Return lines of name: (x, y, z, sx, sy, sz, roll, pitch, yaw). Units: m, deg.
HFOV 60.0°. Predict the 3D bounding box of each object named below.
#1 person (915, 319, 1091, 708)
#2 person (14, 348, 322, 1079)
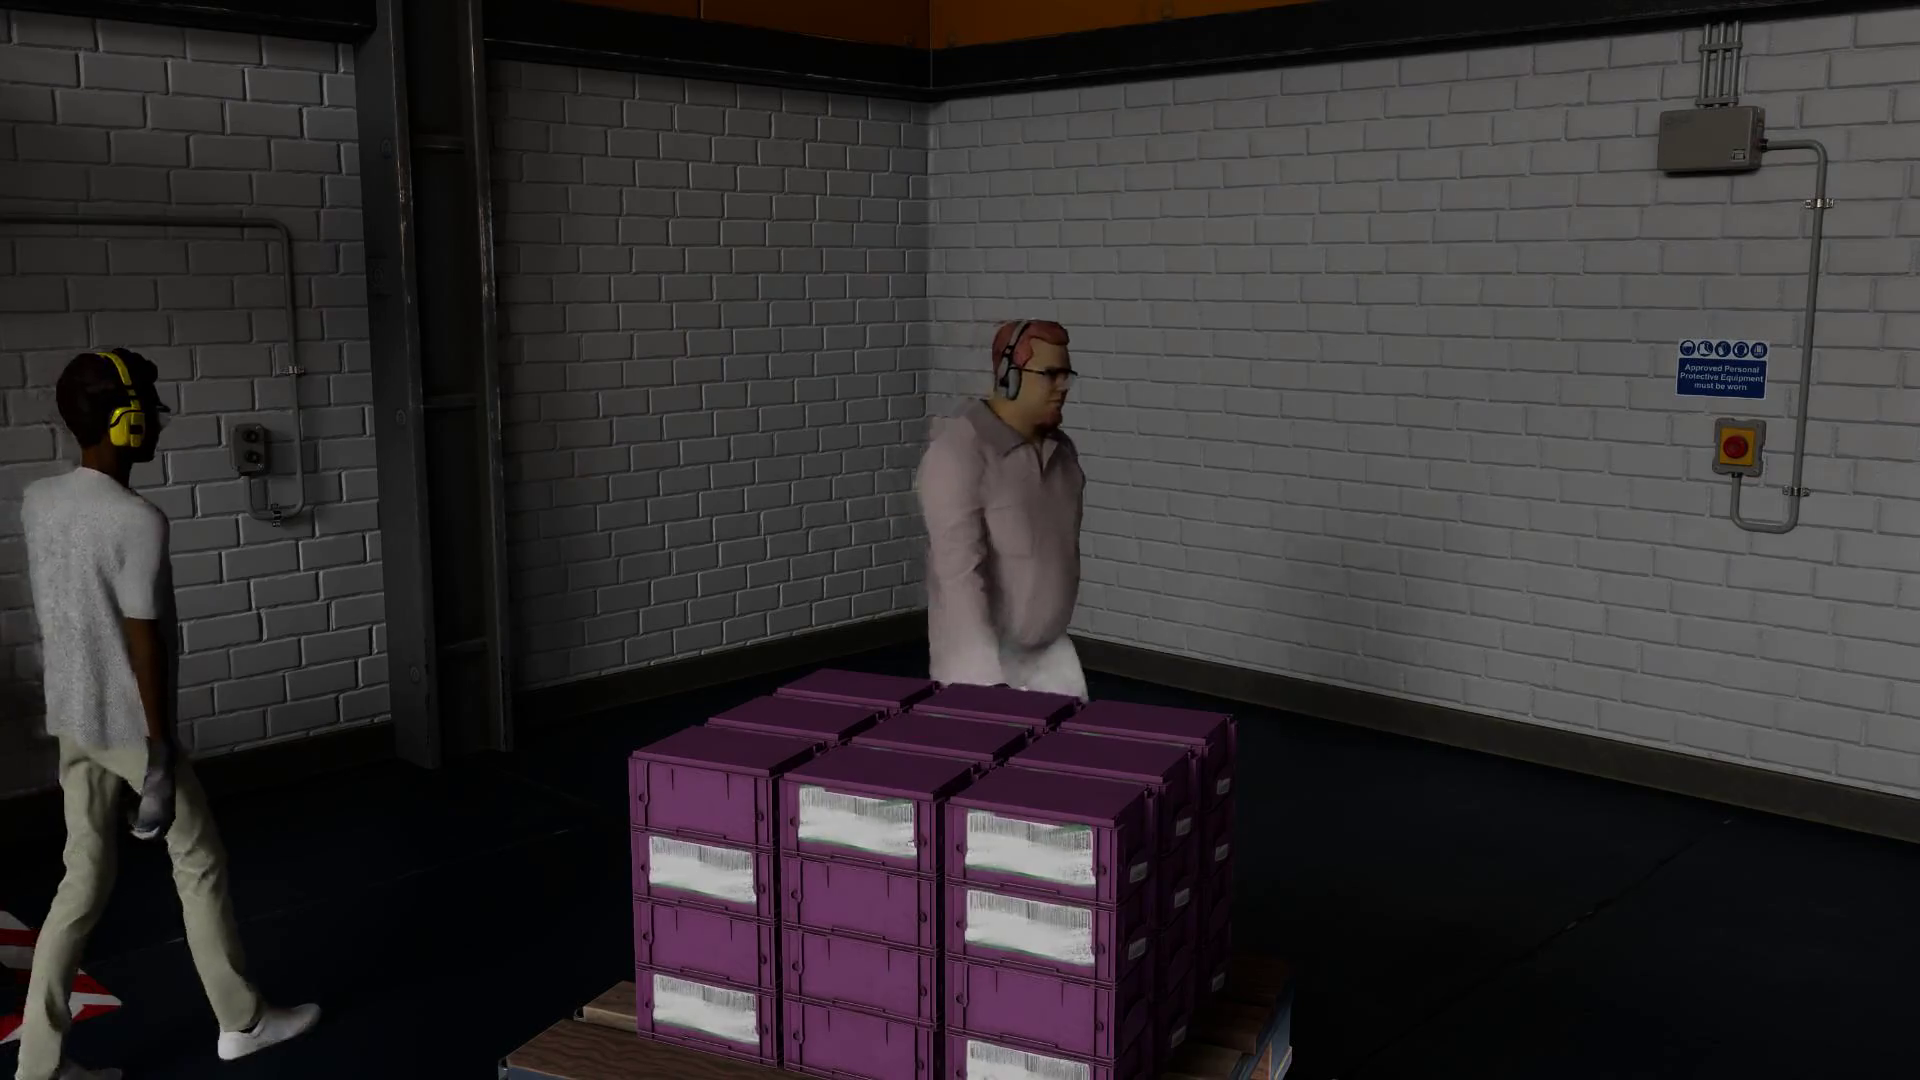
person: (0.190, 0.333, 4.655, 0.658, 1.878, 0.749, -9, 13, -44)
person: (-2.050, 0.454, 4.077, 0.548, 1.861, 0.673, 4, 10, 25)
